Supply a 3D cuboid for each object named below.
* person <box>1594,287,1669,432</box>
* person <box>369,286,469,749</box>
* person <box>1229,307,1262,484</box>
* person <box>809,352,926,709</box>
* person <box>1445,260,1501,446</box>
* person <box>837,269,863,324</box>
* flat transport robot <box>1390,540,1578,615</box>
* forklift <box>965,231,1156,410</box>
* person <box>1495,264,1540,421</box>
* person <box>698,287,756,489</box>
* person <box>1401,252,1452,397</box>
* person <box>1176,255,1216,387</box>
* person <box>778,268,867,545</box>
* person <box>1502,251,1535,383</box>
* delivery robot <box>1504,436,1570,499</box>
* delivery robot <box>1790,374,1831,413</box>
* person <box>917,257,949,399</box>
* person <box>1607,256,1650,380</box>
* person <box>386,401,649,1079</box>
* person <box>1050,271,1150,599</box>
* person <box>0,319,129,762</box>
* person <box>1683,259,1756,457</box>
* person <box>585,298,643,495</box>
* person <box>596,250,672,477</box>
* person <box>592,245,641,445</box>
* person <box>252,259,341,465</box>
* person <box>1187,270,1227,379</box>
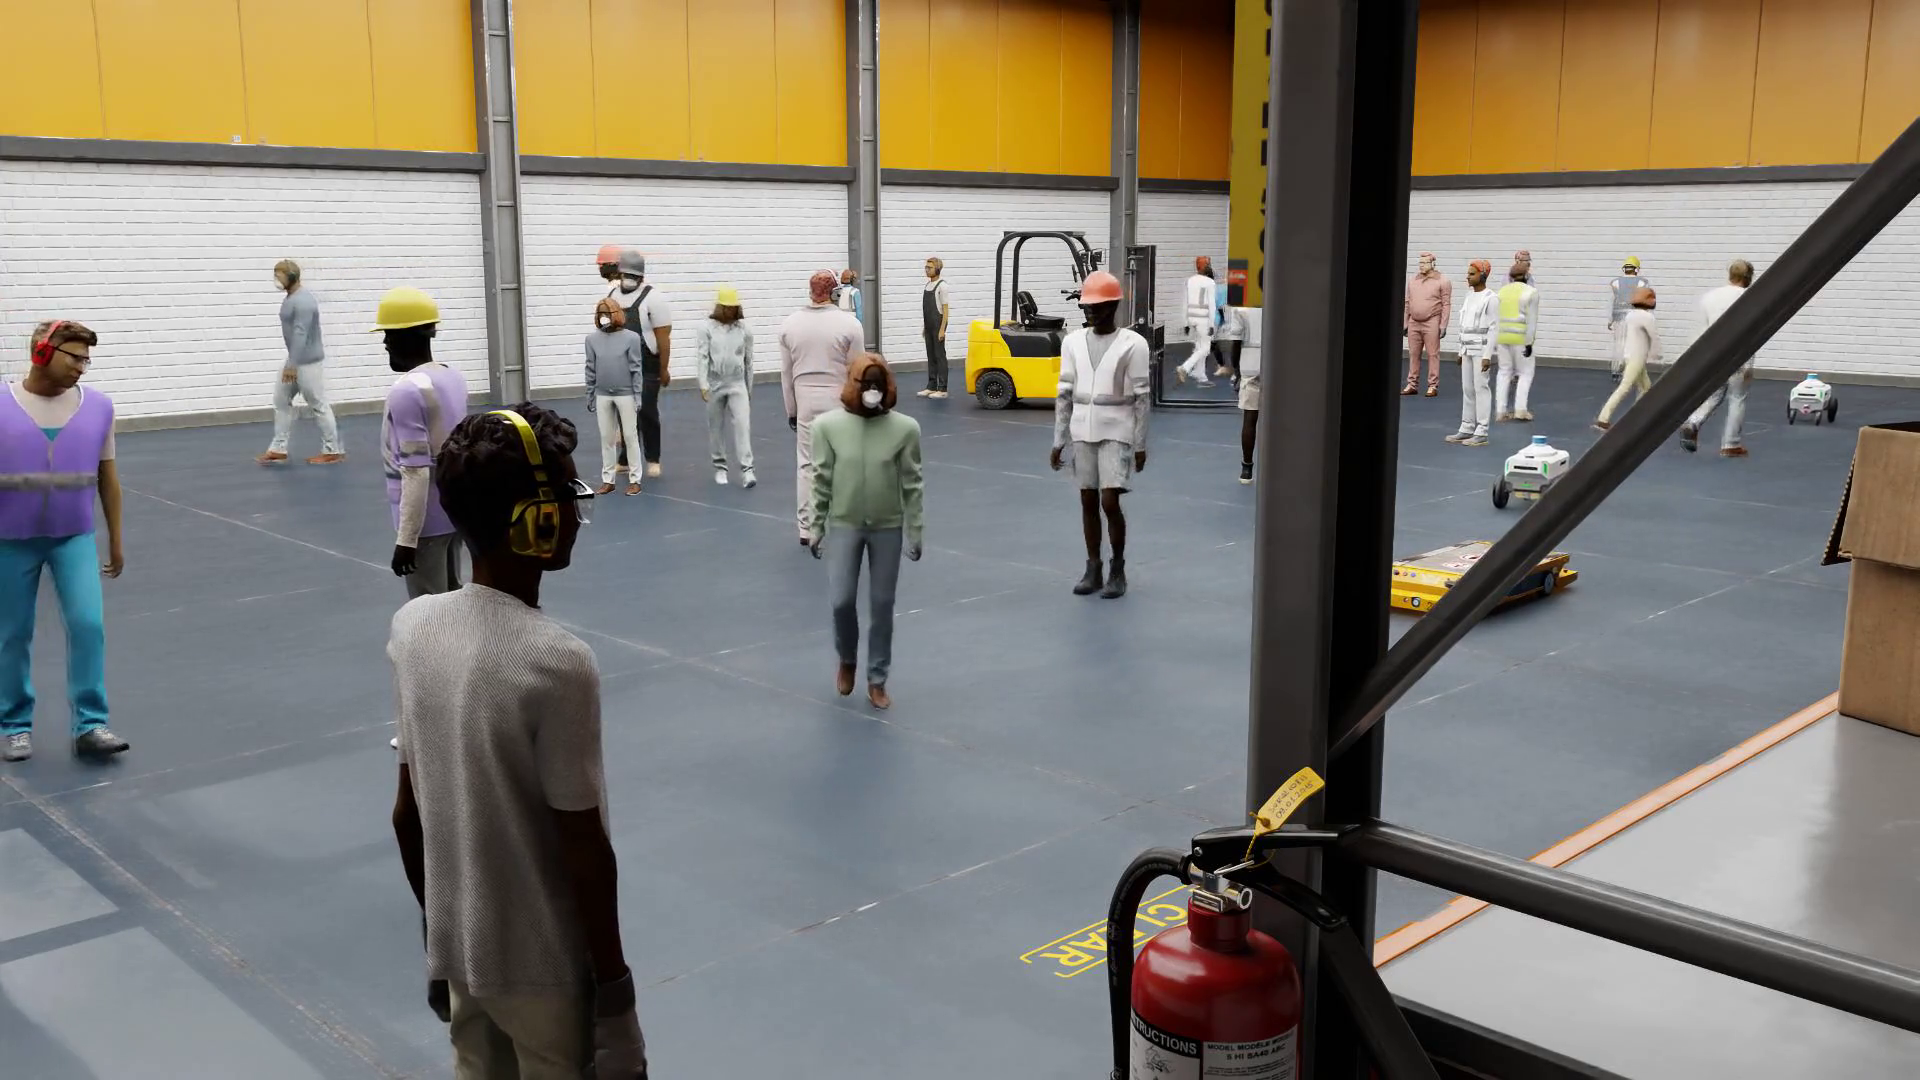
[{"bbox_3d":[7.304,-1.943,17.987,0.883,1.584,0.505,0,10,-1],"label":"person"},{"bbox_3d":[-2.231,-0.087,6.931,0.374,1.923,0.595,0,10,3],"label":"person"},{"bbox_3d":[2.616,-1.454,14.275,0.603,1.967,0.366,3,11,14],"label":"person"},{"bbox_3d":[-0.413,-0.034,7.467,0.522,1.616,0.347,-1,10,-8],"label":"person"},{"bbox_3d":[5.250,-1.901,16.943,0.356,1.883,0.573,-3,11,-14],"label":"person"},{"bbox_3d":[-1.615,-3.109,24.198,0.510,1.639,0.308,9,13,39],"label":"person"},{"bbox_3d":[3.039,0.212,9.815,0.652,0.197,1.431,10,14,42],"label":"flat transport robot"},{"bbox_3d":[1.222,-2.721,20.561,2.313,2.155,1.214,2,11,13],"label":"forklift"},{"bbox_3d":[6.378,-2.273,19.185,0.499,1.804,0.647,-8,13,-38],"label":"person"},{"bbox_3d":[-1.961,-1.276,14.039,0.498,1.696,0.872,-3,11,-15],"label":"person"},{"bbox_3d":[6.165,-2.857,22.090,0.654,1.906,0.408,10,14,43],"label":"person"},{"bbox_3d":[3.294,-3.023,23.144,0.743,1.860,0.582,-7,13,-34],"label":"person"},{"bbox_3d":[-0.905,-0.898,11.410,0.642,1.909,0.408,4,11,20],"label":"person"},{"bbox_3d":[8.153,-3.250,24.232,0.651,1.906,0.404,-9,14,-41],"label":"person"},{"bbox_3d":[4.545,-0.576,13.083,0.477,0.478,0.707,7,12,33],"label":"delivery robot"},{"bbox_3d":[9.705,-1.654,18.964,0.477,0.478,0.707,7,13,33],"label":"delivery robot"},{"bbox_3d":[-0.339,-2.779,21.834,0.342,1.846,0.509,-7,12,-32],"label":"person"},{"bbox_3d":[9.845,-3.255,24.490,0.588,1.822,0.403,6,12,30],"label":"person"},{"bbox_3d":[-0.709,0.707,2.754,0.524,1.871,0.325,8,13,36],"label":"person"},{"bbox_3d":[0.819,-0.613,9.811,0.555,1.930,0.398,6,12,30],"label":"person"},{"bbox_3d":[-3.705,0.018,6.721,0.648,1.801,0.597,-9,14,-42],"label":"person"},{"bbox_3d":[7.315,-1.726,15.902,0.672,1.913,0.633,-6,12,-29],"label":"person"},{"bbox_3d":[-2.848,-1.176,13.693,0.505,1.627,0.290,2,11,12],"label":"person"},{"bbox_3d":[-2.942,-1.564,14.671,0.828,2.000,0.534,6,12,29],"label":"person"},{"bbox_3d":[-3.513,-1.964,16.873,0.420,2.032,0.632,1,10,8],"label":"person"},{"bbox_3d":[-6.173,-1.607,15.282,0.893,1.901,0.657,-8,13,-37],"label":"person"},{"bbox_3d":[3.733,-3.251,24.959,0.886,1.643,0.548,-5,12,-27],"label":"person"}]
